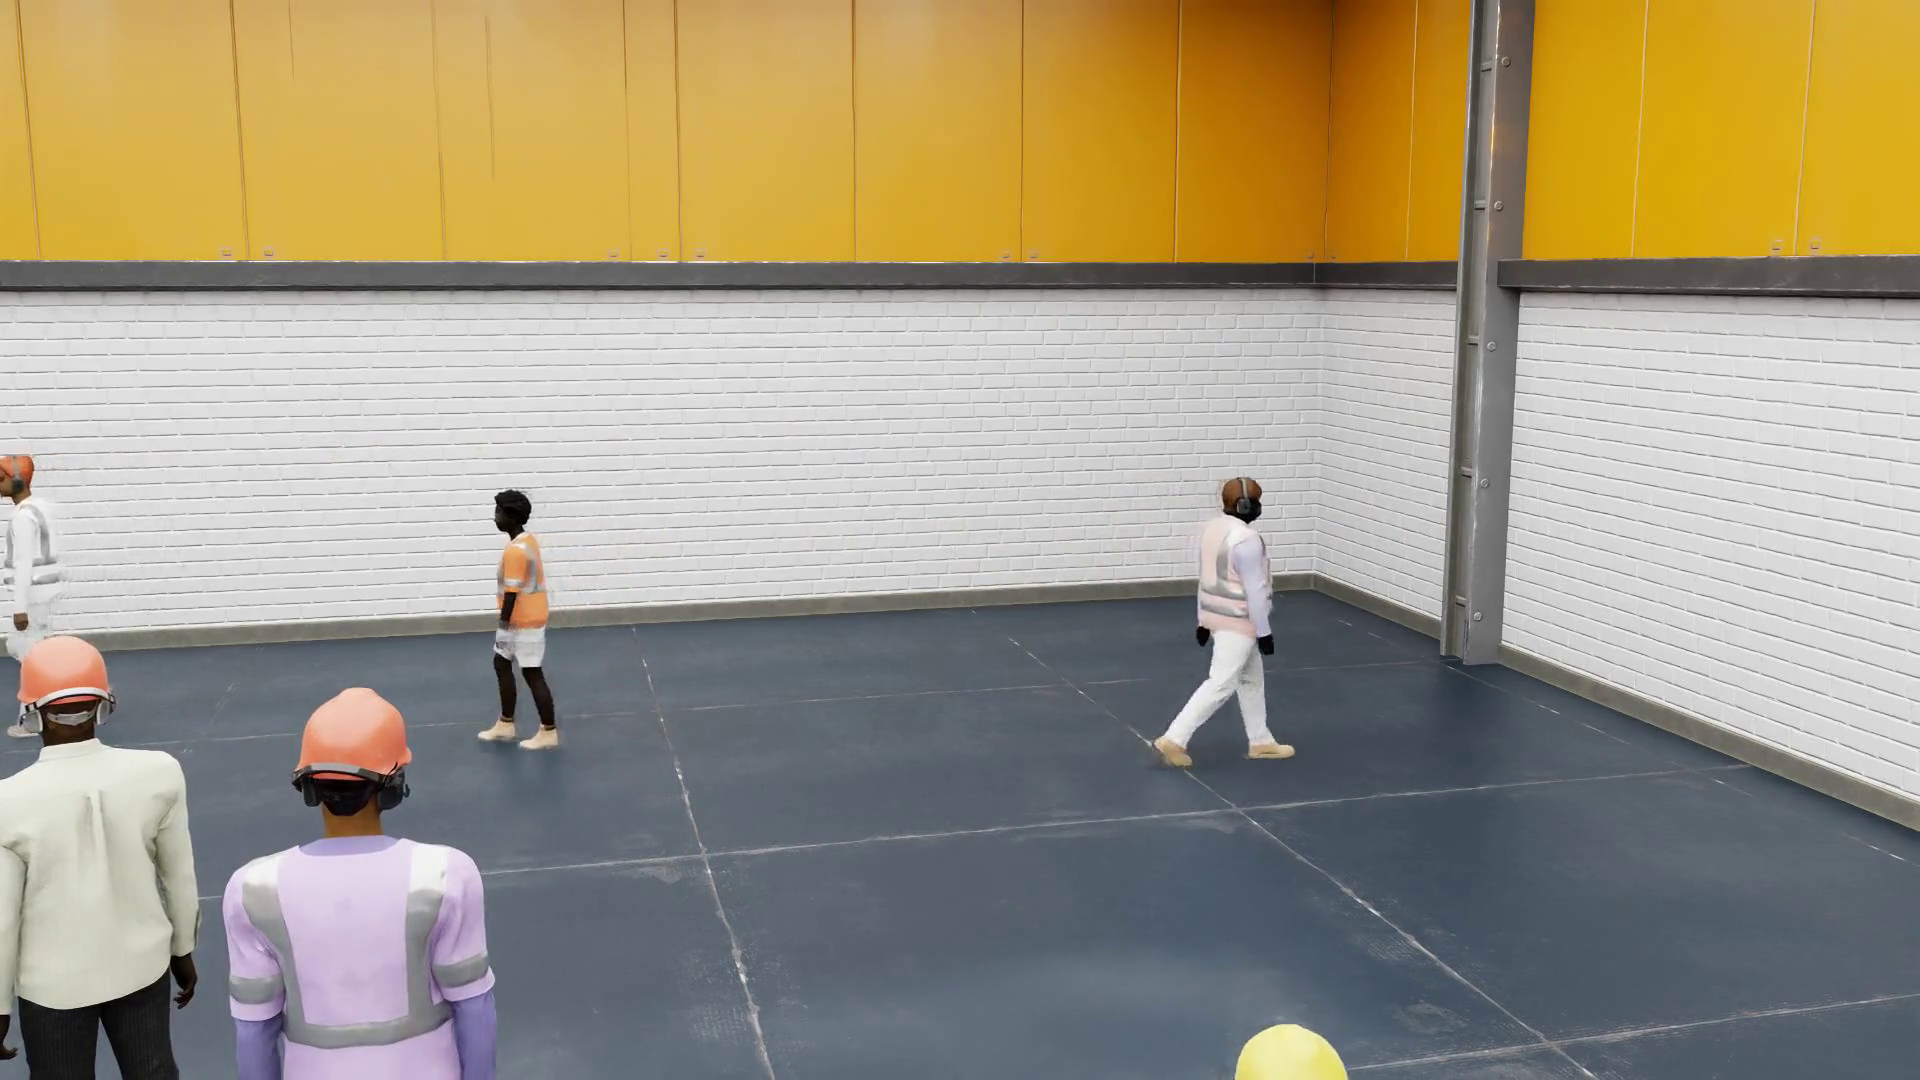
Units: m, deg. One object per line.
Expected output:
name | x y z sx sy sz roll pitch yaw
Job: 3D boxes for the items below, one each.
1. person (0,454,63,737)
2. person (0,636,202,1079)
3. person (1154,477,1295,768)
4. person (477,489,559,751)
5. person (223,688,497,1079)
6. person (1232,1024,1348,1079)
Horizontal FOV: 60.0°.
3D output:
person | -6.083 0.366 10.878 0.427 1.865 0.599 -3 10 -20
person | -2.550 1.263 4.880 0.395 1.992 0.622 8 12 40
person | 1.627 0.509 10.201 0.915 1.808 0.621 -2 9 -10
person | -2.867 0.517 10.526 0.671 1.672 0.553 -1 9 -8
person | -1.435 1.367 4.075 0.605 2.045 0.379 -1 9 -9
person | 0.543 1.677 3.093 0.526 1.745 0.640 -2 9 -13
